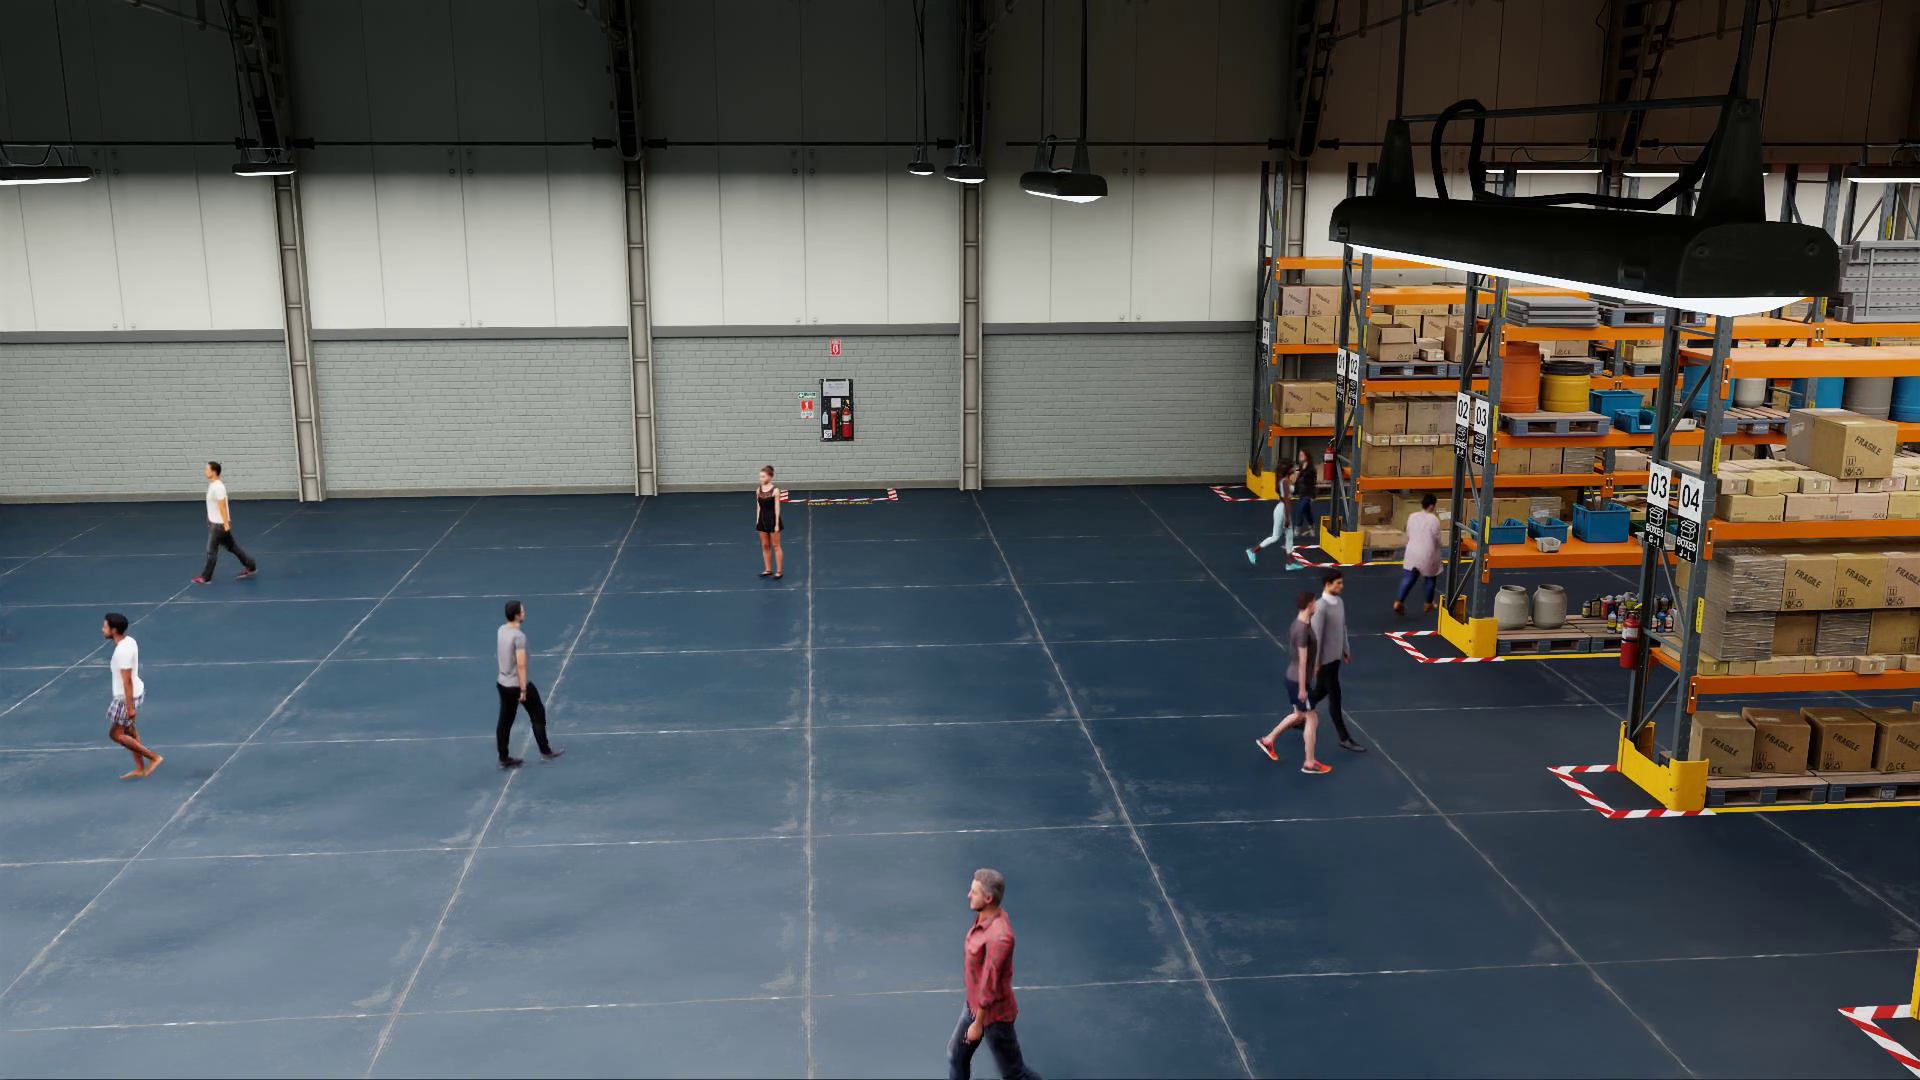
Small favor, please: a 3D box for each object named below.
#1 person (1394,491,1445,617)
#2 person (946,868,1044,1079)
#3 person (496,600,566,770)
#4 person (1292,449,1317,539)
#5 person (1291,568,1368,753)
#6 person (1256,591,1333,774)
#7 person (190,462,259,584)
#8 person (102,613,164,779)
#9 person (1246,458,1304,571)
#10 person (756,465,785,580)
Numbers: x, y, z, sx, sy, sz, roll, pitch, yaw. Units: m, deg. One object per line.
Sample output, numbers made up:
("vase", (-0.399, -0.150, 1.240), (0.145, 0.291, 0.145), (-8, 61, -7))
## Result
("person", (6.139, 0.221, 22.327), (1.240, 1.704, 1.110), (-12, 18, -42))
("person", (0.285, 2.941, 10.388), (1.213, 1.791, 0.732), (-2, 13, -8))
("person", (-4.570, 1.482, 16.815), (0.946, 1.733, 1.000), (10, 16, 37))
("person", (5.695, -0.752, 27.067), (0.831, 1.460, 0.650), (-3, 13, -14))
("person", (3.799, 1.231, 17.566), (1.296, 1.883, 1.185), (9, 16, 33))
("person", (3.367, 1.430, 16.840), (1.078, 1.823, 0.873), (3, 13, 15))
("person", (-10.673, -0.248, 24.224), (1.257, 1.761, 0.989), (-7, 15, -29))
("person", (-8.185, 1.557, 16.536), (0.761, 1.713, 0.716), (-4, 14, -17))
("person", (4.736, -0.364, 24.862), (1.124, 1.699, 0.722), (2, 13, 8))
("person", (-2.798, -0.266, 24.488), (0.669, 1.678, 0.748), (8, 15, 31))
